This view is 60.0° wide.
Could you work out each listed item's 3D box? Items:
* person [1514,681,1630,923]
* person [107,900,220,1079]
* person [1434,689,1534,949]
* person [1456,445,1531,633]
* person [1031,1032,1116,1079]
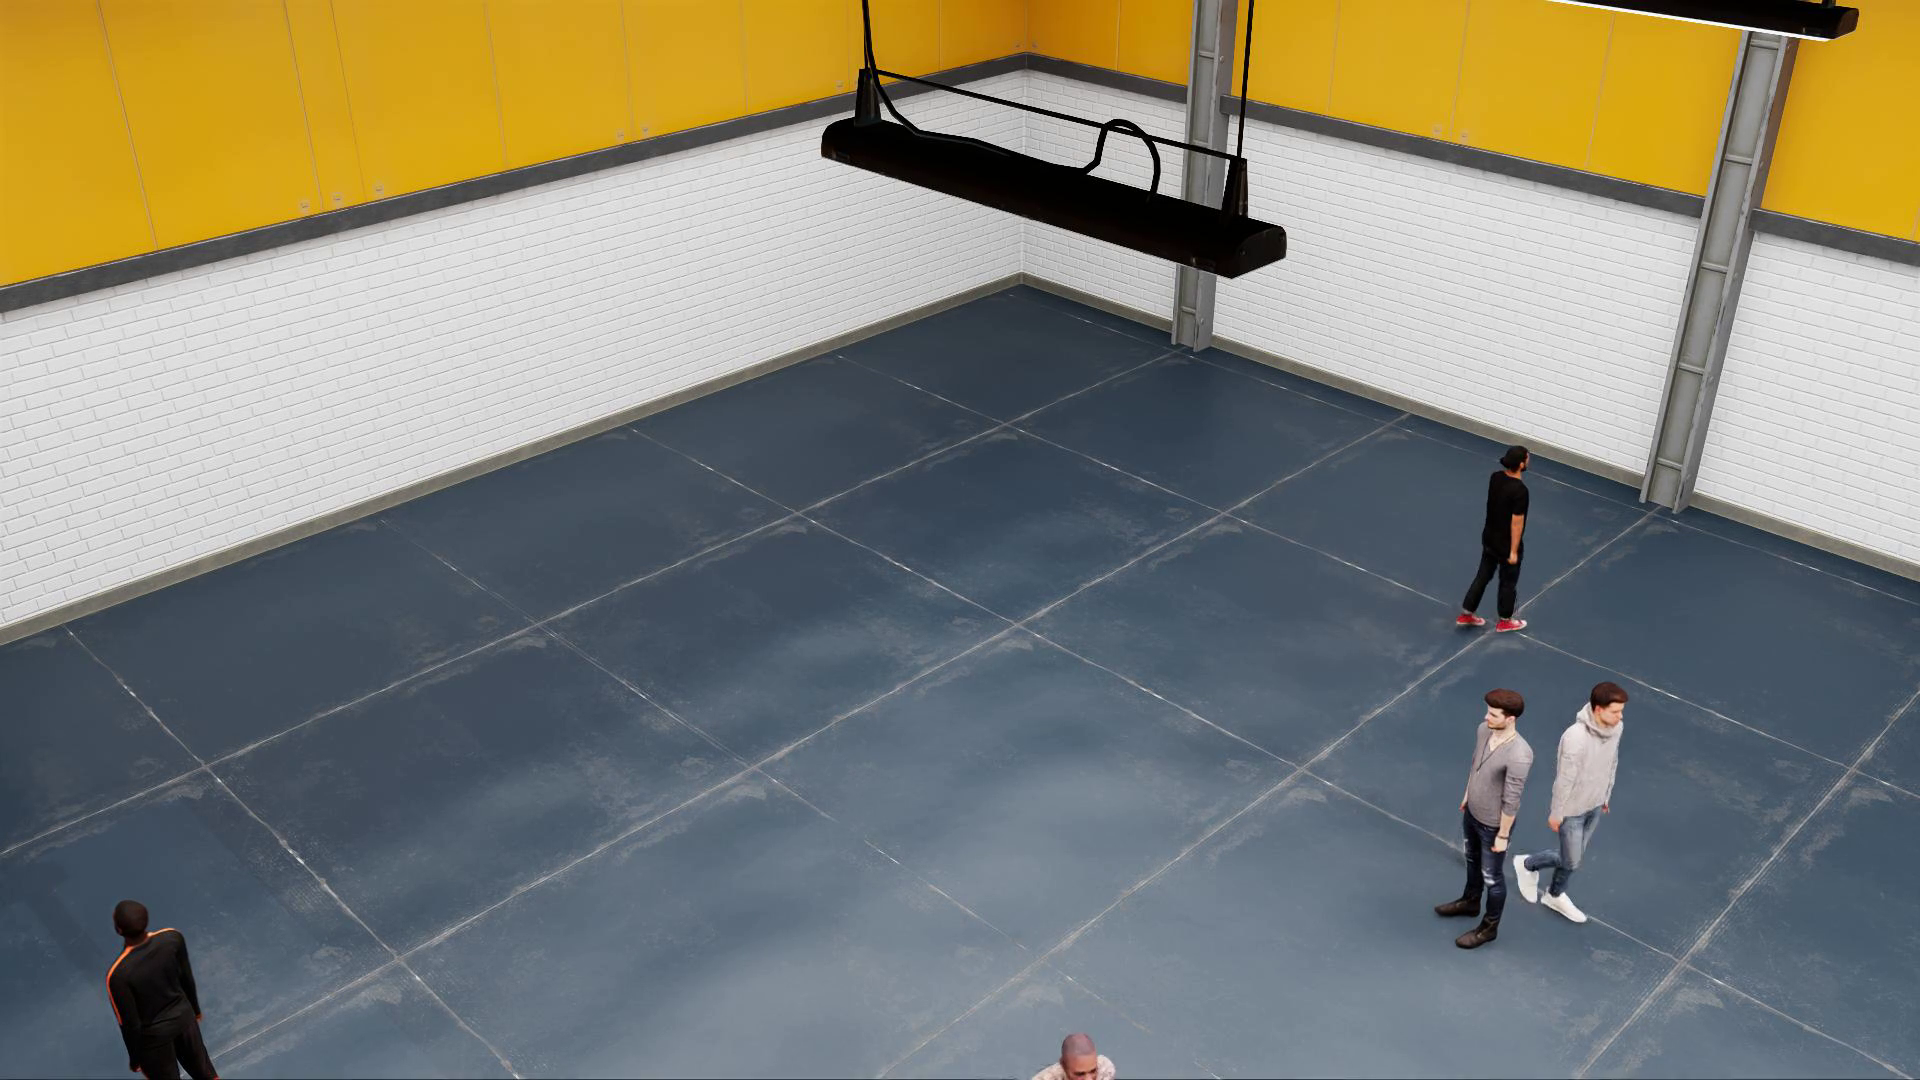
[{"bbox_3d":[4.018,1.688,11.017,0.751,1.841,0.843,-18,33,-29],"label":"person"},{"bbox_3d":[-4.394,2.700,9.195,0.630,1.808,0.673,14,32,25],"label":"person"},{"bbox_3d":[3.449,1.781,10.784,0.816,1.901,0.694,-6,29,-12],"label":"person"},{"bbox_3d":[4.580,0.002,14.195,0.899,1.757,0.897,-10,30,-17],"label":"person"},{"bbox_3d":[0.472,3.096,8.500,0.939,1.779,1.189,-12,31,-21],"label":"person"}]
